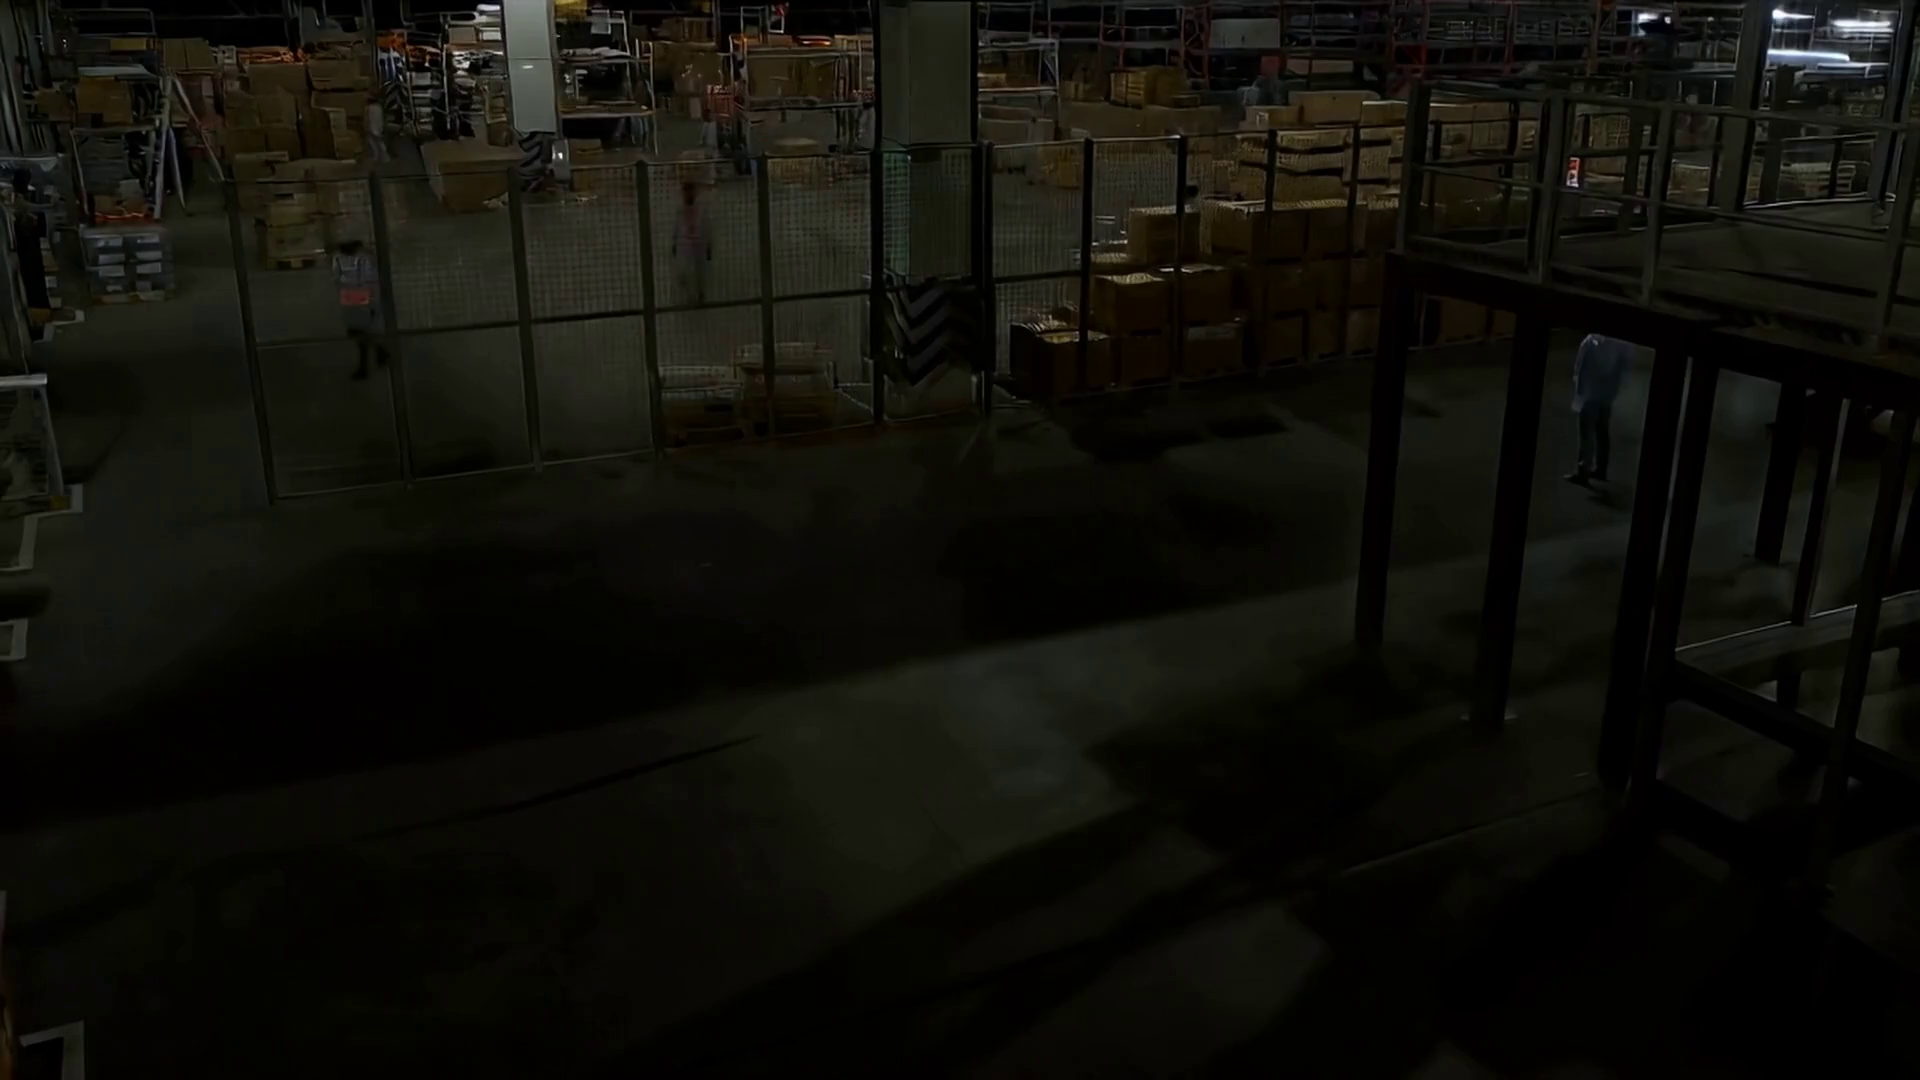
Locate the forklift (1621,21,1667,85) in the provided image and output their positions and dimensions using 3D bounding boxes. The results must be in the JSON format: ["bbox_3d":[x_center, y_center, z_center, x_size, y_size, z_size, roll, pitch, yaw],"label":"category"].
[{"bbox_3d":[28.230,-19.790,68.038,1.873,2.768,1.129,-9,21,-25],"label":"forklift"}]

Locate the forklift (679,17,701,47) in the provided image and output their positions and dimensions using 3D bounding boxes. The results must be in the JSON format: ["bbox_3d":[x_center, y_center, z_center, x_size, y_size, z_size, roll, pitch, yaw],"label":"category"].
[{"bbox_3d":[-11.727,-21.318,72.468,1.129,2.768,1.873,11,22,28],"label":"forklift"}]

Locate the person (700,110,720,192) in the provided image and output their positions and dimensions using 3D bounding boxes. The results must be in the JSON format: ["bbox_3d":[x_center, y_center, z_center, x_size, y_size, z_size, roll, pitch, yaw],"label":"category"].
[{"bbox_3d":[-5.700,-8.881,37.982,0.429,1.843,0.629,-1,19,-2],"label":"person"}]

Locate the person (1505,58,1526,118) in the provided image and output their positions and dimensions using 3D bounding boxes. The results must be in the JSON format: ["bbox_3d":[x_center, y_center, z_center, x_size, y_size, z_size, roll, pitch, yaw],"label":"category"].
[{"bbox_3d":[18.585,-15.136,55.813,0.674,2.000,0.535,1,19,3],"label":"person"}]

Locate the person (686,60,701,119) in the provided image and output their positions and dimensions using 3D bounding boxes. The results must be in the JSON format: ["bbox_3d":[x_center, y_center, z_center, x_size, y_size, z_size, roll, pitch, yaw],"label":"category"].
[{"bbox_3d":[-9.089,-15.266,56.390,0.425,1.908,0.578,-2,19,-6],"label":"person"}]

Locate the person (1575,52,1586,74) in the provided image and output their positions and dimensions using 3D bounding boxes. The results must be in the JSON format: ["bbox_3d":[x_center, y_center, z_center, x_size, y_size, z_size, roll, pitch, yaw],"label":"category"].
[{"bbox_3d":[24.700,-18.518,66.134,0.532,1.698,0.319,13,23,33],"label":"person"}]

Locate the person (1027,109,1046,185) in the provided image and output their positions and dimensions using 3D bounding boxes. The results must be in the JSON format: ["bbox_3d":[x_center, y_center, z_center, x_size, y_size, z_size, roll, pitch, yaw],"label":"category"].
[{"bbox_3d":[1.802,-9.245,39.175,0.536,1.749,0.558,-16,25,-39],"label":"person"}]

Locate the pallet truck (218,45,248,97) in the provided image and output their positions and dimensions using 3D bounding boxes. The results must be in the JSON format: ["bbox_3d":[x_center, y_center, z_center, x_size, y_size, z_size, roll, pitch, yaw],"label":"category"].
[{"bbox_3d":[-28.879,-18.665,66.111,0.823,1.965,1.885,-3,19,-9],"label":"pallet truck"}]

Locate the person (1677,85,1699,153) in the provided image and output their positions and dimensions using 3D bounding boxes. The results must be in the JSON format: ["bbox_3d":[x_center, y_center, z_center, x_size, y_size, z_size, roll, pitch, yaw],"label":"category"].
[{"bbox_3d":[20.295,-11.699,46.214,0.511,1.817,0.981,-10,21,-26],"label":"person"}]

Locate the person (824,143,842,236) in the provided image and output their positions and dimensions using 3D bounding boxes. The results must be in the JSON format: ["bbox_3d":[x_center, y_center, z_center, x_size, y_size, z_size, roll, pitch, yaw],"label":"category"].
[{"bbox_3d":[-2.432,-6.711,31.843,0.295,1.744,0.489,-4,19,-12],"label":"person"}]

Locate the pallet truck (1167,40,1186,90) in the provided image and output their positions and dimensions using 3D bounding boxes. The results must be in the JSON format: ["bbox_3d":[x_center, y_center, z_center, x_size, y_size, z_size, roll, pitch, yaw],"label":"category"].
[{"bbox_3d":[9.045,-19.971,69.895,0.823,1.965,1.885,-3,19,-8],"label":"pallet truck"}]

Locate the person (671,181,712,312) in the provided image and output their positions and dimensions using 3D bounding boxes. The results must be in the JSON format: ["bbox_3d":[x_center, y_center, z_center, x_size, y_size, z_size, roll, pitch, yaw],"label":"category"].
[{"bbox_3d":[-3.992,-4.427,24.952,0.611,1.926,0.813,6,20,18],"label":"person"}]

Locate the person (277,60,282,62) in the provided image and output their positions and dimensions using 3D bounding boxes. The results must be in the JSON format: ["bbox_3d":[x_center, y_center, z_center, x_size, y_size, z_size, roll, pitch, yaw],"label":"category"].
[{"bbox_3d":[-22.884,-15.214,56.219,0.622,1.932,0.368,-8,21,-23],"label":"person"}]

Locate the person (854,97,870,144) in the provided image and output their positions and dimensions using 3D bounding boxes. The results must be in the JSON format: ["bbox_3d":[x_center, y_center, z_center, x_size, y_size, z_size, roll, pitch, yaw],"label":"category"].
[{"bbox_3d":[-2.552,-10.721,43.533,0.531,1.697,0.322,16,25,38],"label":"person"}]

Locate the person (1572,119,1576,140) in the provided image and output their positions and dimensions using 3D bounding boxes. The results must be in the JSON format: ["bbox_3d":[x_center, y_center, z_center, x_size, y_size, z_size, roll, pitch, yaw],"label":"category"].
[{"bbox_3d":[13.910,-9.120,38.368,0.366,2.047,0.608,-3,19,-8],"label":"person"}]

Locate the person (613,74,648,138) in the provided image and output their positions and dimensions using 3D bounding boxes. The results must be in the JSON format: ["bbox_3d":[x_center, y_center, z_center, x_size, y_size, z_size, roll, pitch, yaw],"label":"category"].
[{"bbox_3d":[-9.984,-13.025,49.926,0.998,1.901,0.631,-2,19,-5],"label":"person"}]

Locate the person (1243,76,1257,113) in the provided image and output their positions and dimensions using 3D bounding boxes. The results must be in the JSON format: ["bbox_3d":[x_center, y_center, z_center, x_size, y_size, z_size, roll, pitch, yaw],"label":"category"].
[{"bbox_3d":[9.058,-13.601,51.899,0.531,1.688,0.320,-18,26,-42],"label":"person"}]

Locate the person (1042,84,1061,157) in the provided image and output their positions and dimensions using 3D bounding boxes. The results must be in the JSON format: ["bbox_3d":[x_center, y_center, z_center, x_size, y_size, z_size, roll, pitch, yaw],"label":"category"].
[{"bbox_3d":[2.473,-11.358,45.053,0.596,1.917,0.388,17,25,40],"label":"person"}]

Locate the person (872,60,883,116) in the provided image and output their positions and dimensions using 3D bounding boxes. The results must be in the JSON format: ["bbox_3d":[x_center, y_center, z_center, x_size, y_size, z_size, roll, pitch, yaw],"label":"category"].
[{"bbox_3d":[-2.775,-15.673,57.551,0.392,1.922,0.589,-12,23,-32],"label":"person"}]

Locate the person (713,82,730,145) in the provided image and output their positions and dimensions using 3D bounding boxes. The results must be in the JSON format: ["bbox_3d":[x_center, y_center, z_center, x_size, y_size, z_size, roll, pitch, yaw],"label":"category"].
[{"bbox_3d":[-6.884,-12.237,47.784,0.532,1.792,0.953,7,20,20],"label":"person"}]

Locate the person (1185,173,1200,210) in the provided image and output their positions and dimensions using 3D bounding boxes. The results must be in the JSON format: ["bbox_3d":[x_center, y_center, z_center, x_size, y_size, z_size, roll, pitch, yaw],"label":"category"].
[{"bbox_3d":[3.500,-4.688,25.695,0.359,1.930,0.587,4,20,13],"label":"person"}]

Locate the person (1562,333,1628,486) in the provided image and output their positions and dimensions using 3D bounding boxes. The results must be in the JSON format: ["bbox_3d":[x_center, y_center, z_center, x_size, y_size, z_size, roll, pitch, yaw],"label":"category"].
[{"bbox_3d":[6.298,-1.458,16.487,0.619,1.836,0.431,-15,24,-37],"label":"person"}]

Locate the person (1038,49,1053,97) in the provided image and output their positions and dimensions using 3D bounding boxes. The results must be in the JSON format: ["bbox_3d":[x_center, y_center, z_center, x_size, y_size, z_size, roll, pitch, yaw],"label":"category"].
[{"bbox_3d":[3.335,-18.222,64.908,0.608,1.950,0.662,3,19,8],"label":"person"}]

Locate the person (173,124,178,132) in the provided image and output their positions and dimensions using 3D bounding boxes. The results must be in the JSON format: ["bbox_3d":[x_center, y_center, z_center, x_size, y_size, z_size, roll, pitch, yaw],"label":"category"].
[{"bbox_3d":[-24.448,-13.459,51.573,0.515,1.634,0.314,13,23,33],"label":"person"}]

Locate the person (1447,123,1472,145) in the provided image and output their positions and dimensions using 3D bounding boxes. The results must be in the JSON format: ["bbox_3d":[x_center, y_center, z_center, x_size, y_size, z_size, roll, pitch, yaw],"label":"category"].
[{"bbox_3d":[9.991,-7.333,33.278,0.644,1.980,0.518,17,25,40],"label":"person"}]

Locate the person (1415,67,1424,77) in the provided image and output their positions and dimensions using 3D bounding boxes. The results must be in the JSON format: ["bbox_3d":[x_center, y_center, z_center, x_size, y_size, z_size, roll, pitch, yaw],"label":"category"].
[{"bbox_3d":[14.467,-14.015,52.745,0.458,1.918,0.587,7,20,20],"label":"person"}]

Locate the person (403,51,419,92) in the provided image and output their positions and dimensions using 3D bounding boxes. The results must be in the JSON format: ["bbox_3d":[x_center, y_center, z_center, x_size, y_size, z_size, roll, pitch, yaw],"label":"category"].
[{"bbox_3d":[-22.553,-19.333,68.232,0.609,1.875,0.527,7,20,20],"label":"person"}]

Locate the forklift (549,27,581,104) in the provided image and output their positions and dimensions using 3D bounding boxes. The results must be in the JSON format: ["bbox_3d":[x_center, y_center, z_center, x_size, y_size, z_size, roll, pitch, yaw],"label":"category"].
[{"bbox_3d":[-15.298,-17.688,61.945,1.873,2.768,1.129,-9,21,-25],"label":"forklift"}]

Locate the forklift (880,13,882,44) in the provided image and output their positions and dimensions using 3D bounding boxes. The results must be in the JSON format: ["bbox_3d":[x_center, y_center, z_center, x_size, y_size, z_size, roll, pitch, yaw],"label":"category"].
[{"bbox_3d":[-3.638,-23.506,78.810,1.873,2.768,1.129,-13,23,-33],"label":"forklift"}]

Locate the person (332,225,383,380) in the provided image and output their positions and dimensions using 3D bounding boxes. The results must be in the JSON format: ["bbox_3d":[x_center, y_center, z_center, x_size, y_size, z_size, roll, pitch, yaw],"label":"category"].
[{"bbox_3d":[-7.537,-3.011,20.872,0.549,1.918,0.764,5,20,15],"label":"person"}]

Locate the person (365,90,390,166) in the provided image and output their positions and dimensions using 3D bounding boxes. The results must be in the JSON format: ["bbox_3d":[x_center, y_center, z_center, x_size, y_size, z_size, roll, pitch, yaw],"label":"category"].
[{"bbox_3d":[-15.053,-10.596,42.861,0.577,1.905,0.630,14,24,36],"label":"person"}]

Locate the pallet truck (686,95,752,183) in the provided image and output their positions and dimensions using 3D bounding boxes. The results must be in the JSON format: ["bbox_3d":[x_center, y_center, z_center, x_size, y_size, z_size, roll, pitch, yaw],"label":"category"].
[{"bbox_3d":[-5.836,-9.608,39.856,0.823,1.965,1.885,10,22,27],"label":"pallet truck"}]
